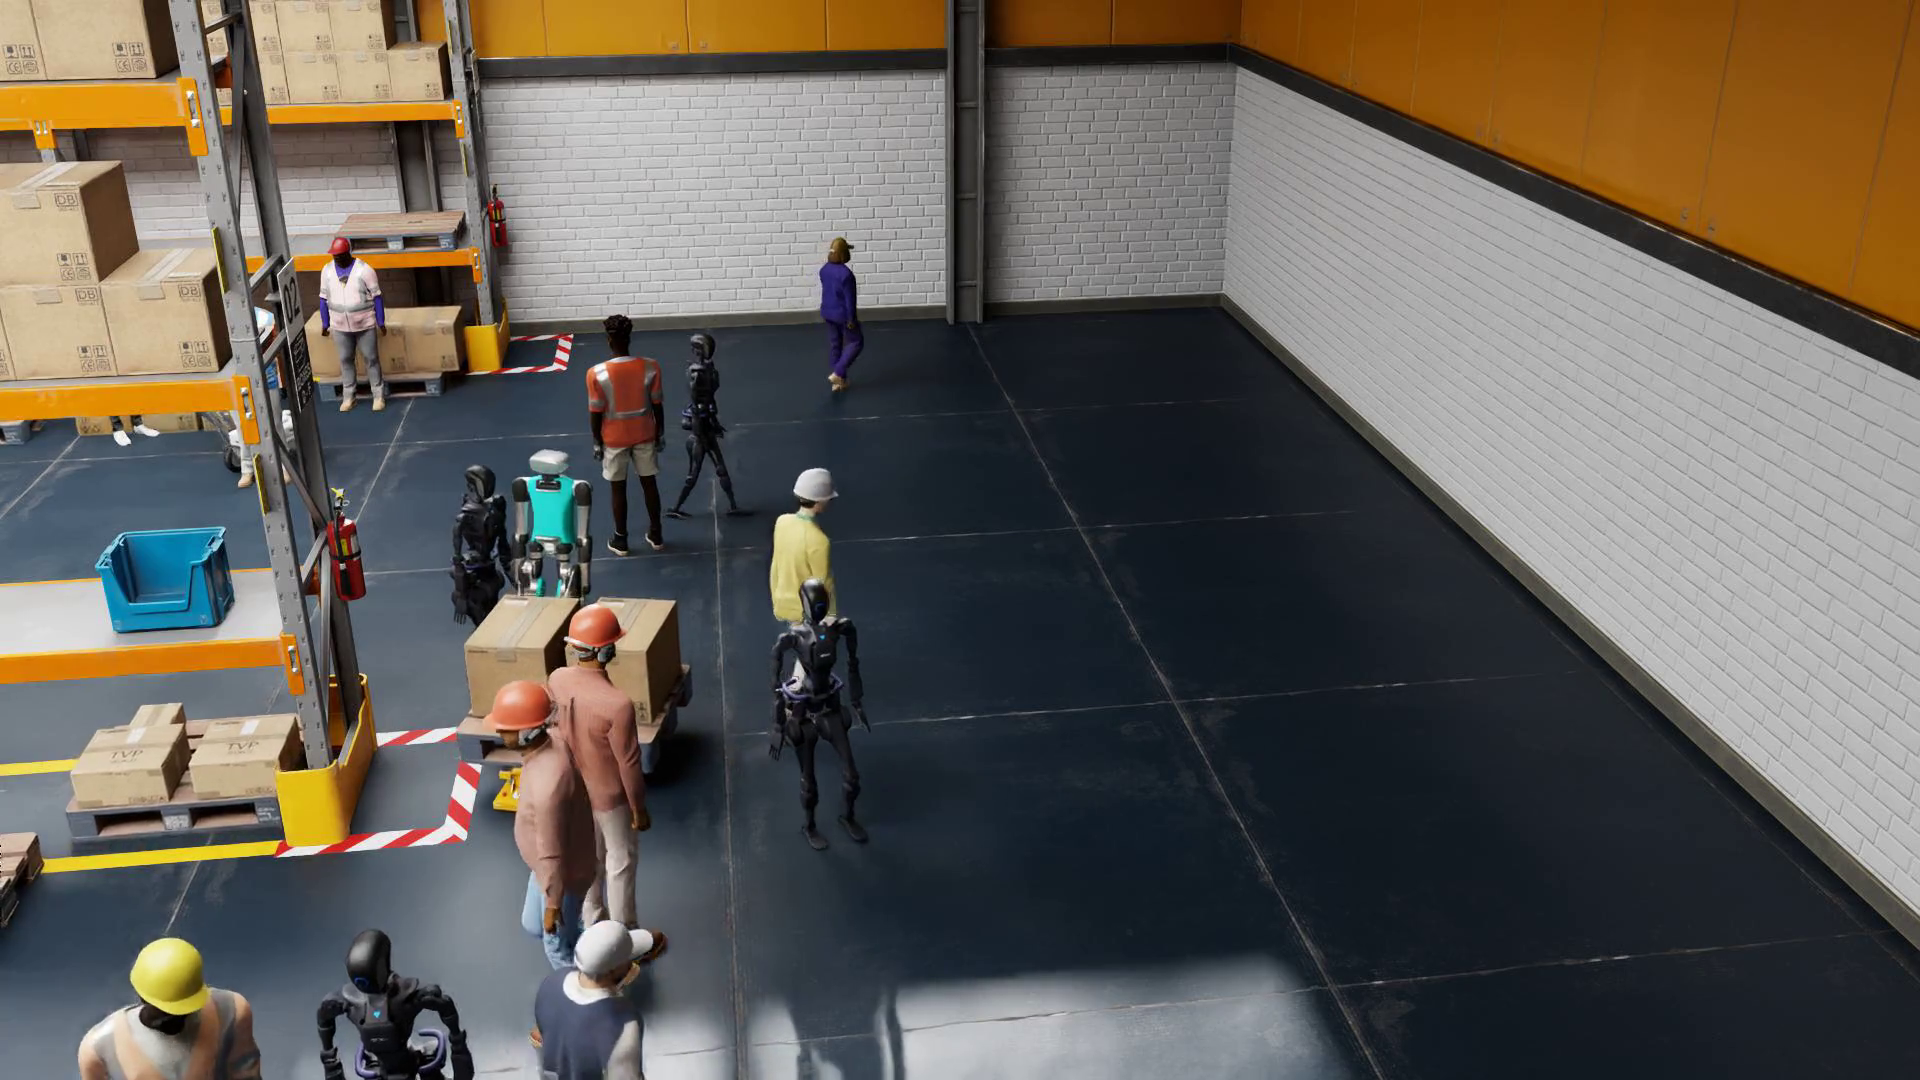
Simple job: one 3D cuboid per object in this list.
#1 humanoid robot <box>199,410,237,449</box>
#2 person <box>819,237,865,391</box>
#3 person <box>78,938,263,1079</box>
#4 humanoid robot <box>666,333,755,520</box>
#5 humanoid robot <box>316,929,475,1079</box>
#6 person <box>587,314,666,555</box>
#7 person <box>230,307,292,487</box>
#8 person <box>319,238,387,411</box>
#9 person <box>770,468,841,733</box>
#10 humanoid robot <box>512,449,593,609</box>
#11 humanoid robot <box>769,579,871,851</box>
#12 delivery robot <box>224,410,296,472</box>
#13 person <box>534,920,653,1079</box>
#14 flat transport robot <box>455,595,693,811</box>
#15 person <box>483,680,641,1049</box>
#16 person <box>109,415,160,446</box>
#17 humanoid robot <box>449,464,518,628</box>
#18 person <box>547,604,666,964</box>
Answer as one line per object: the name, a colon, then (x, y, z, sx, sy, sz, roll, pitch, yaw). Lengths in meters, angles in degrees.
humanoid robot: (-6.824, -1.592, 15.257, 0.692, 1.844, 0.540, 3, 24, 8)
person: (-1.223, -2.285, 16.928, 0.459, 1.614, 0.387, 20, 30, 37)
person: (-2.931, 2.238, 6.278, 0.612, 1.894, 0.640, -15, 28, -30)
humanoid robot: (-2.135, -0.937, 13.834, 0.730, 1.624, 0.612, 3, 24, 7)
humanoid robot: (-2.217, 2.184, 6.679, 0.609, 1.632, 0.465, -3, 24, -7)
person: (-2.629, -0.830, 13.190, 0.603, 1.957, 0.366, -11, 26, -24)
person: (-6.188, -1.352, 14.522, 0.633, 1.841, 0.429, -4, 24, -8)
person: (-5.977, -2.122, 16.389, 0.622, 1.748, 0.419, -2, 24, -5)
person: (-0.965, 0.426, 10.433, 0.458, 1.866, 0.493, -18, 29, -35)
humanoid robot: (-2.689, 0.374, 10.750, 0.547, 1.771, 0.886, 3, 24, 7)
humanoid robot: (-0.794, 0.986, 9.384, 0.616, 1.649, 0.353, -14, 27, -29)
delivery robot: (-6.270, -0.904, 15.103, 0.511, 0.596, 0.767, 10, 26, 21)
person: (-1.457, 2.236, 6.488, 0.718, 1.724, 0.764, 15, 28, 31)
flat transport robot: (-2.382, 1.273, 10.496, 0.659, 0.231, 1.431, 2, 24, 5)
person: (-1.878, 1.530, 7.784, 0.506, 1.976, 0.628, -7, 25, -15)
person: (-7.880, -1.825, 15.571, 0.326, 1.865, 0.511, 15, 28, 31)
humanoid robot: (-3.217, 0.254, 11.084, 0.429, 1.637, 0.601, 8, 25, 19)
person: (-1.791, 1.246, 8.430, 0.610, 1.986, 0.400, 19, 30, 36)
